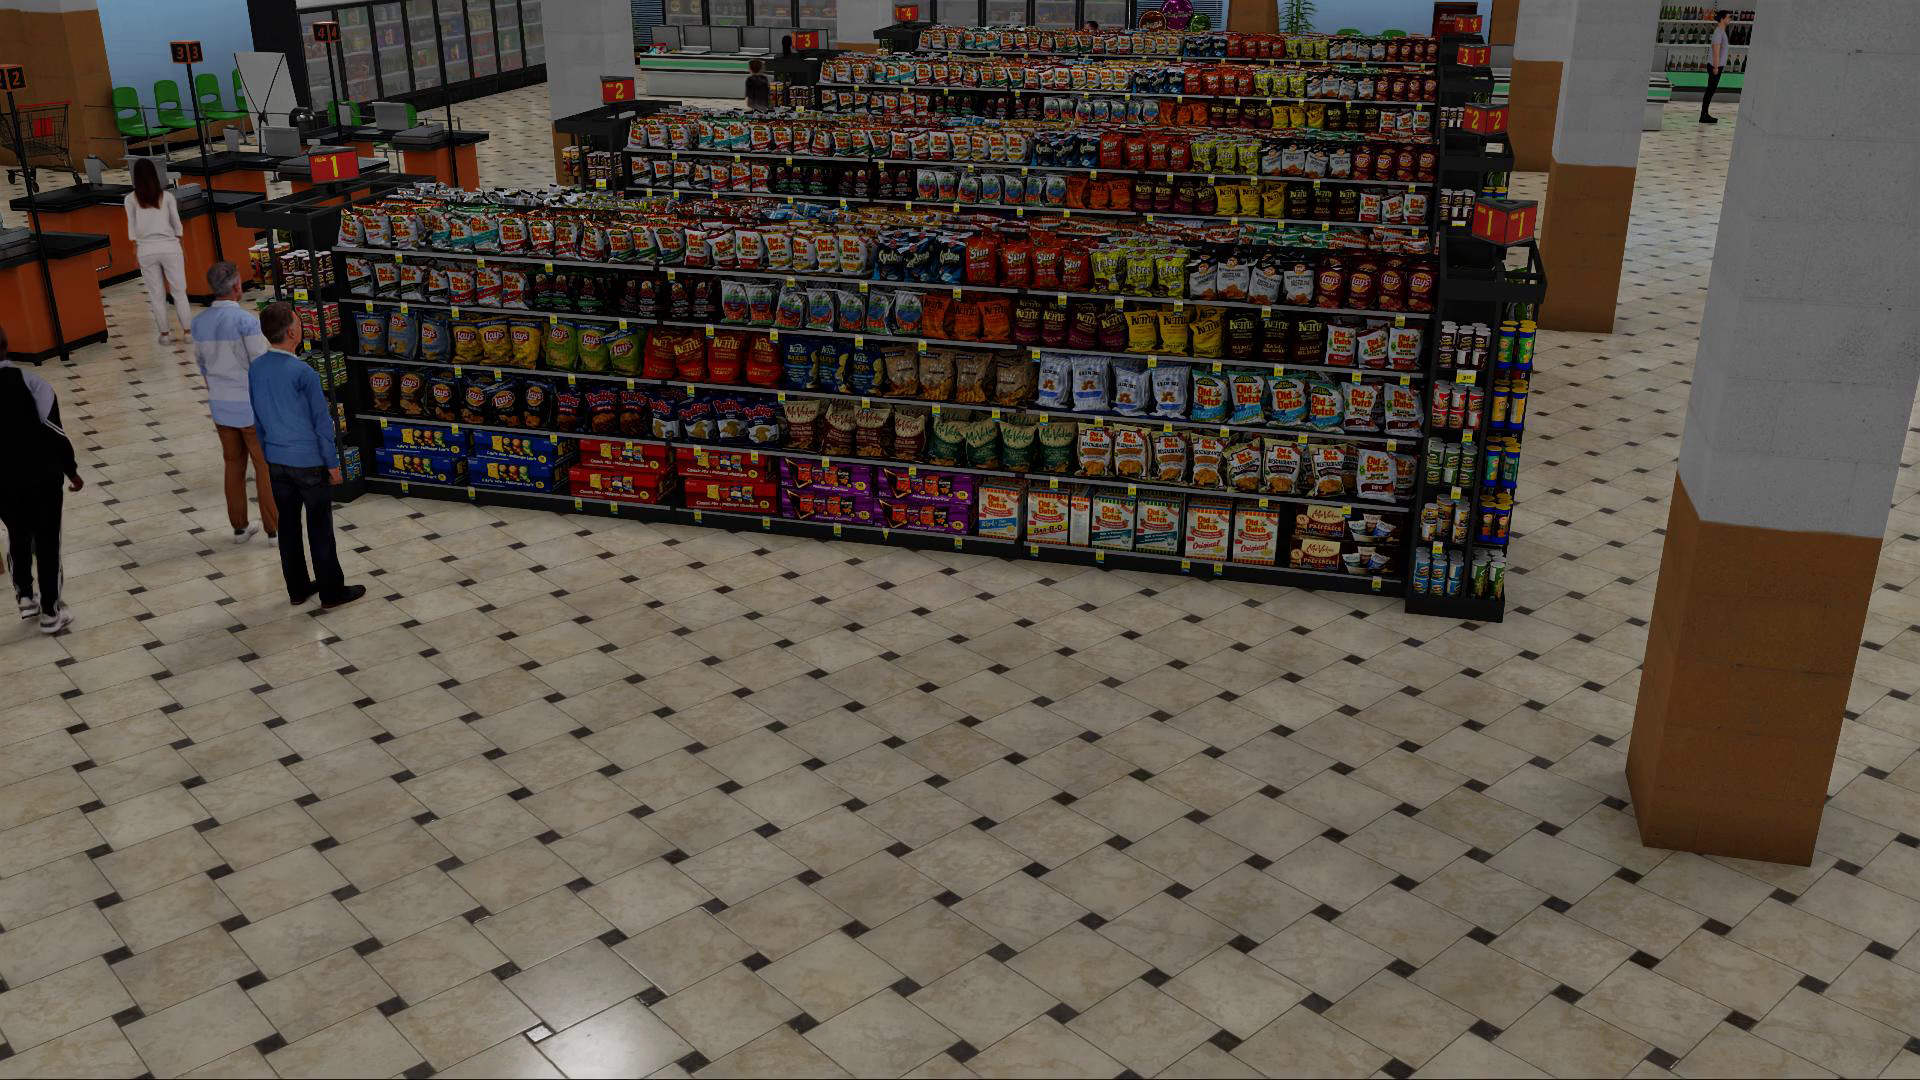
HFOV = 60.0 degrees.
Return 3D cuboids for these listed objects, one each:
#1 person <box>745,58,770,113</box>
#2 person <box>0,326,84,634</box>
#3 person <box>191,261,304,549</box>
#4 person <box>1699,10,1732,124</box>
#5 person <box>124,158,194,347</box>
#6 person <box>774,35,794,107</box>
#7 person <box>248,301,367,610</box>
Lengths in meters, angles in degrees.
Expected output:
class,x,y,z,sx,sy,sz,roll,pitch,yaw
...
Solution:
class,x,y,z,sx,sy,sz,roll,pitch,yaw
person,-3.068,-6.561,25.272,0.652,1.435,0.713,-12,25,-27
person,-5.231,-0.320,9.228,0.702,1.817,0.820,-3,22,-8
person,-4.554,-0.846,10.531,0.504,1.820,0.742,6,23,15
person,13.043,-8.184,28.735,0.607,1.863,0.698,10,24,23
person,-7.275,-2.618,15.118,0.665,1.688,0.743,-10,24,-23
person,-2.718,-7.136,26.380,0.618,1.677,0.751,-1,22,-3
person,-3.843,-0.489,9.648,0.523,1.818,0.738,8,23,19
